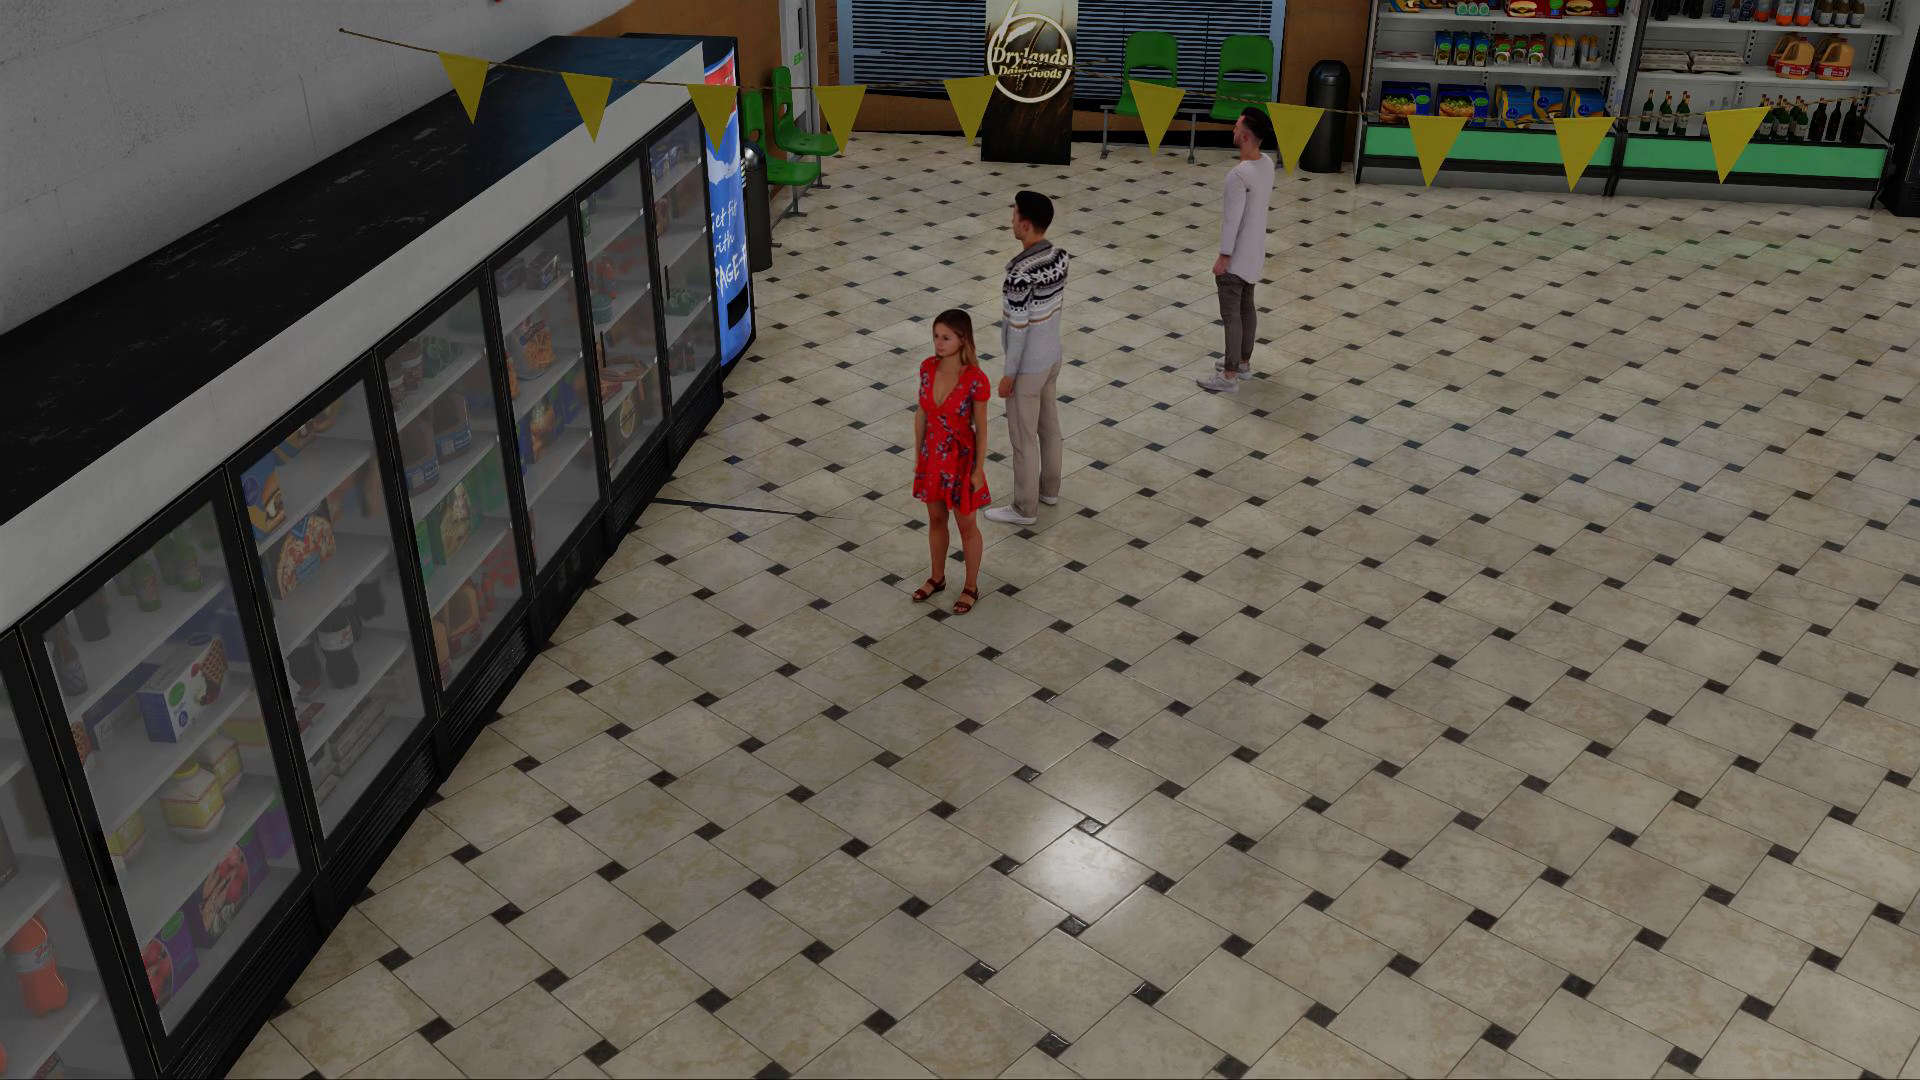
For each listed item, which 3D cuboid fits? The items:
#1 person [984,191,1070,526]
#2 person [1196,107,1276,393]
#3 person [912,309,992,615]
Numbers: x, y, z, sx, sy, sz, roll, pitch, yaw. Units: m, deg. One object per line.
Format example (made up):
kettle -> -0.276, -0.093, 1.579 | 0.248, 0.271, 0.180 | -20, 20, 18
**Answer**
person -> 0.396, -0.982, 9.025 | 0.702, 1.861, 0.753 | 16, 32, 26
person -> 1.803, -1.861, 10.657 | 0.703, 1.841, 0.741 | 17, 33, 28
person -> -0.031, -0.392, 8.225 | 0.606, 1.592, 0.710 | 19, 34, 31
